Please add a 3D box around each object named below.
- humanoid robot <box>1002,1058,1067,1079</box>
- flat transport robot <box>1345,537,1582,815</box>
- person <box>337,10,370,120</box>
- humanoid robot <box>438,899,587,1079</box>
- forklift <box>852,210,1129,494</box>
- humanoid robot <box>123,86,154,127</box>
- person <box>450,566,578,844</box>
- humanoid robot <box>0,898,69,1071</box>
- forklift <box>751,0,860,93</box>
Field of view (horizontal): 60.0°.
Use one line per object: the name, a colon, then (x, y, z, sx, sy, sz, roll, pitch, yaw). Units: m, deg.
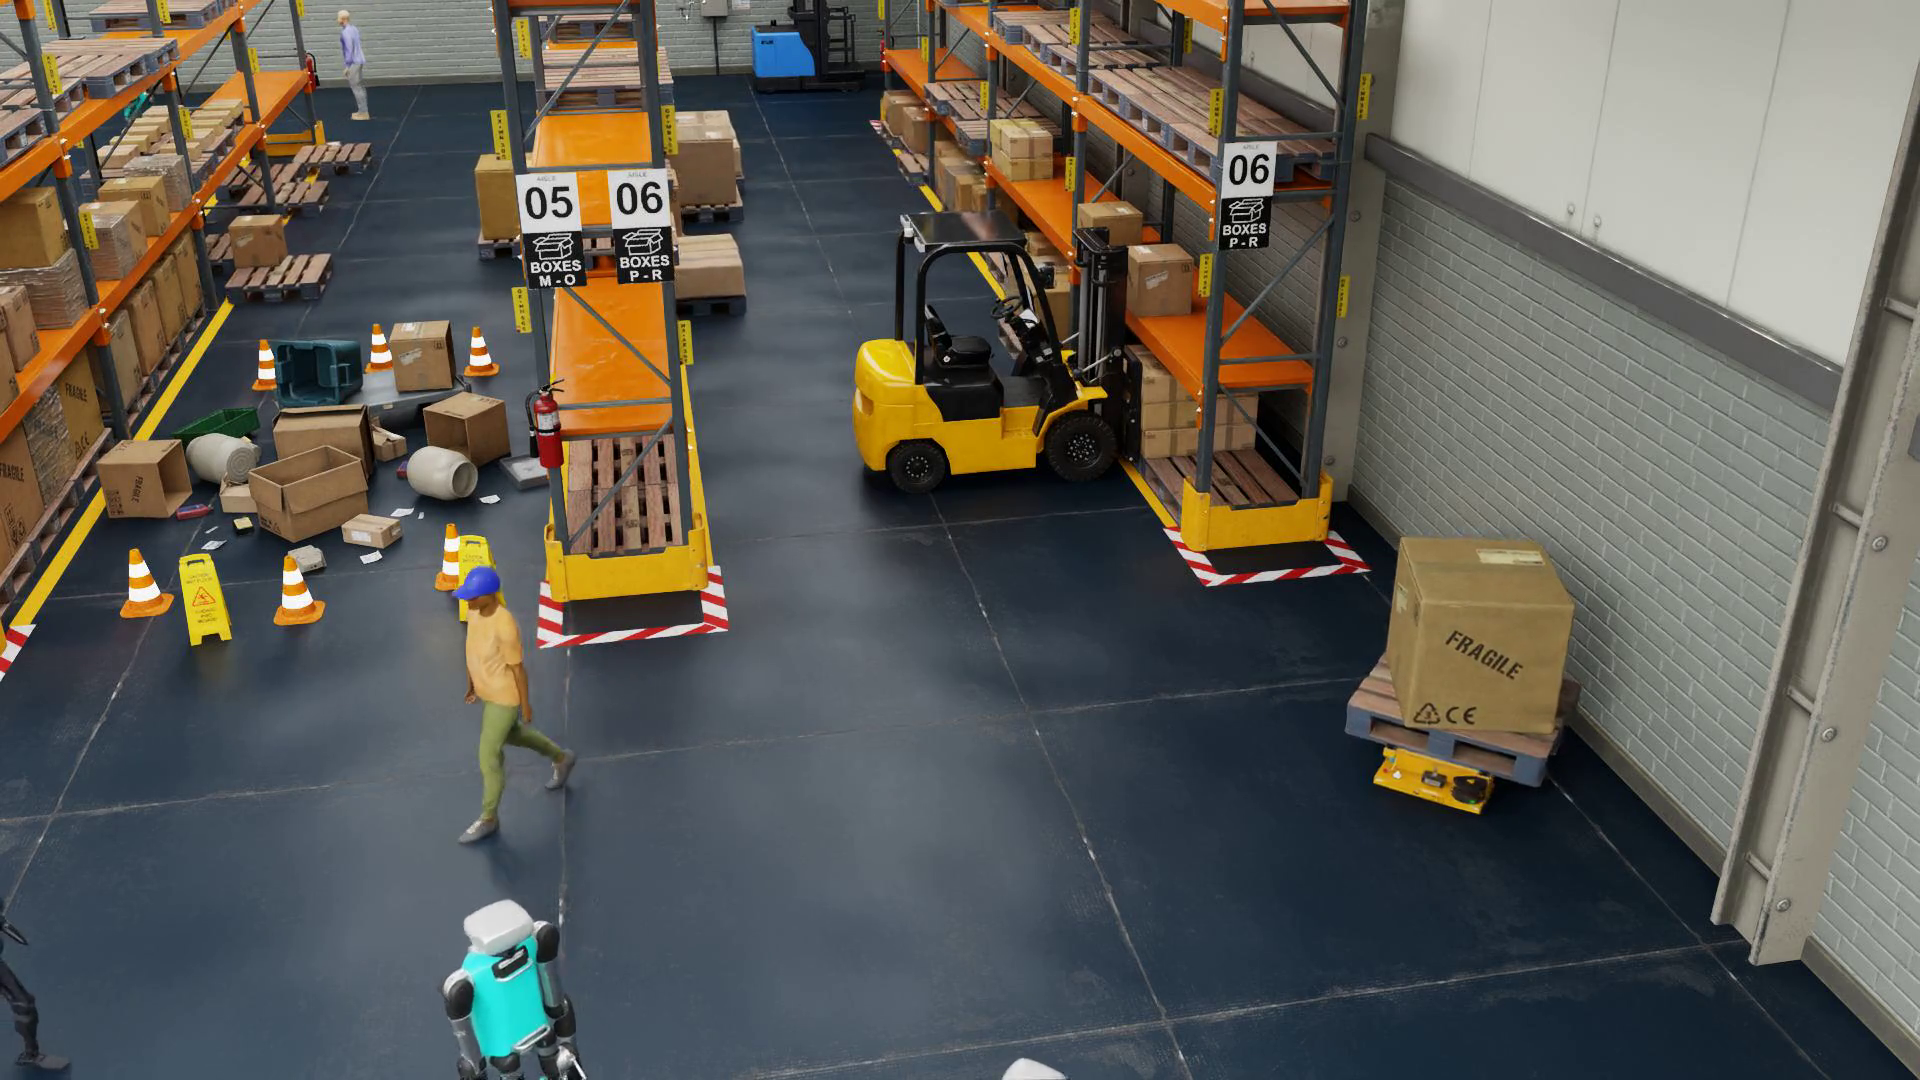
humanoid robot: (0.409, 2.671, 5.937, 0.665, 1.853, 0.550, 7, 27, 14)
flat transport robot: (3.176, 1.237, 10.553, 0.659, 0.231, 1.431, 15, 29, 28)
person: (-10.209, -8.010, 28.045, 0.385, 1.796, 0.604, -1, 26, -2)
humanoid robot: (-1.517, 2.330, 6.608, 0.974, 1.764, 0.537, 18, 31, 33)
forklift: (0.216, -1.659, 14.366, 2.313, 2.155, 1.214, -5, 26, -10)
humanoid robot: (-12.889, -6.888, 25.806, 0.853, 1.800, 0.582, 10, 27, 20)
person: (-2.642, 0.875, 9.669, 0.832, 1.686, 0.450, -22, 33, -38)
humanoid robot: (-4.527, 1.884, 7.567, 0.366, 1.649, 0.611, 3, 26, 6)
forklift: (-2.872, -9.679, 30.288, 1.873, 2.768, 1.129, -5, 26, -10)
